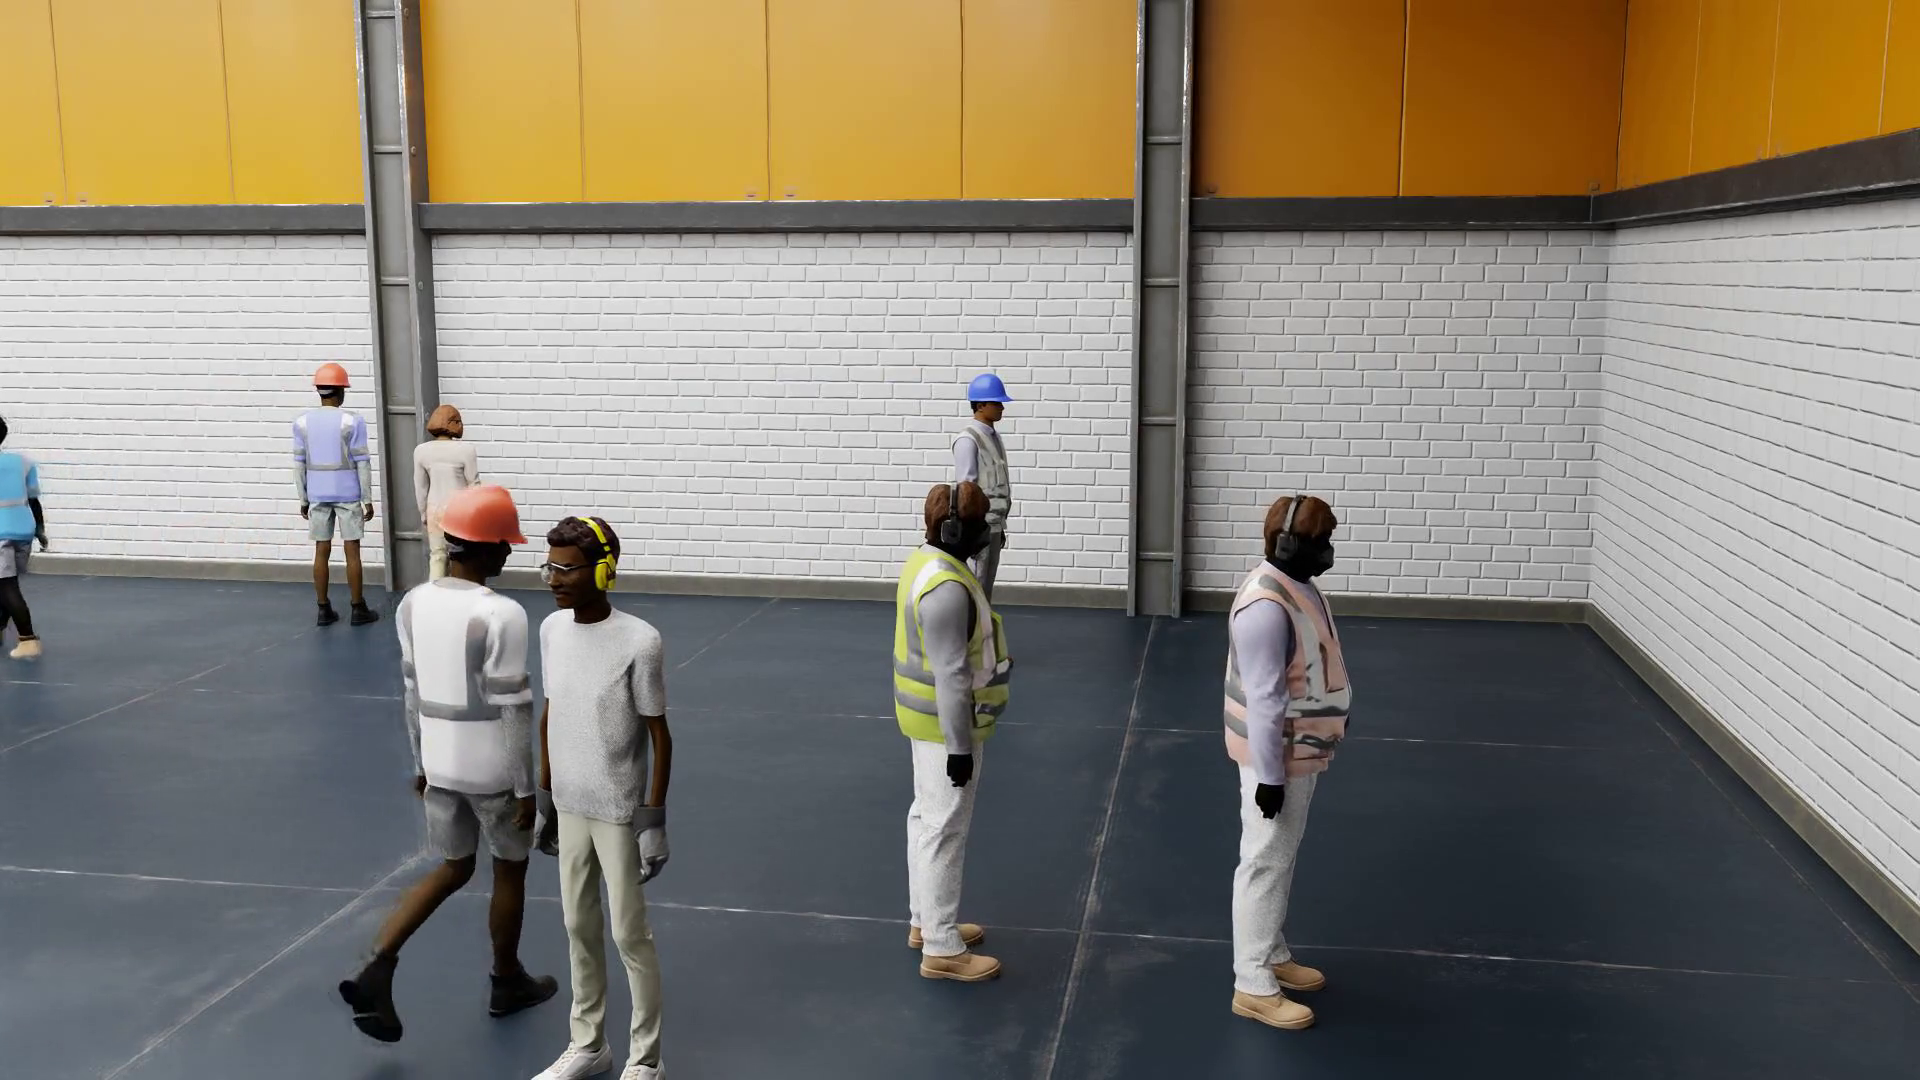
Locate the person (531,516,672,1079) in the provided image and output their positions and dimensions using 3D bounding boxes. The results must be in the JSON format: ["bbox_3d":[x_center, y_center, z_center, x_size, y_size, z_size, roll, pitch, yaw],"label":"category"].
[{"bbox_3d":[-1.125,0.846,5.155,0.538,1.869,0.312,6,11,31],"label":"person"}]

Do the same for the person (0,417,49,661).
[{"bbox_3d":[-6.519,-0.031,11.215,0.881,1.650,0.556,4,10,25],"label":"person"}]

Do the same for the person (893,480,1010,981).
[{"bbox_3d":[-0.029,0.692,6.191,0.429,1.842,0.630,-1,9,-8],"label":"person"}]

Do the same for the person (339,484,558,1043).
[{"bbox_3d":[-1.688,0.765,5.571,0.553,1.907,0.746,5,10,28],"label":"person"}]

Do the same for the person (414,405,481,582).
[{"bbox_3d":[-3.732,-0.176,12.186,0.497,1.633,0.279,1,9,8],"label":"person"}]

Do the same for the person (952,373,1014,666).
[{"bbox_3d":[0.147,-0.099,10.743,0.388,1.949,0.602,3,10,18],"label":"person"}]

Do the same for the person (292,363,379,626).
[{"bbox_3d":[-4.577,-0.331,12.215,0.551,1.932,0.377,0,9,1],"label":"person"}]

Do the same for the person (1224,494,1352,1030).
[{"bbox_3d":[1.145,0.752,5.828,0.429,1.839,0.634,3,10,20],"label":"person"}]
